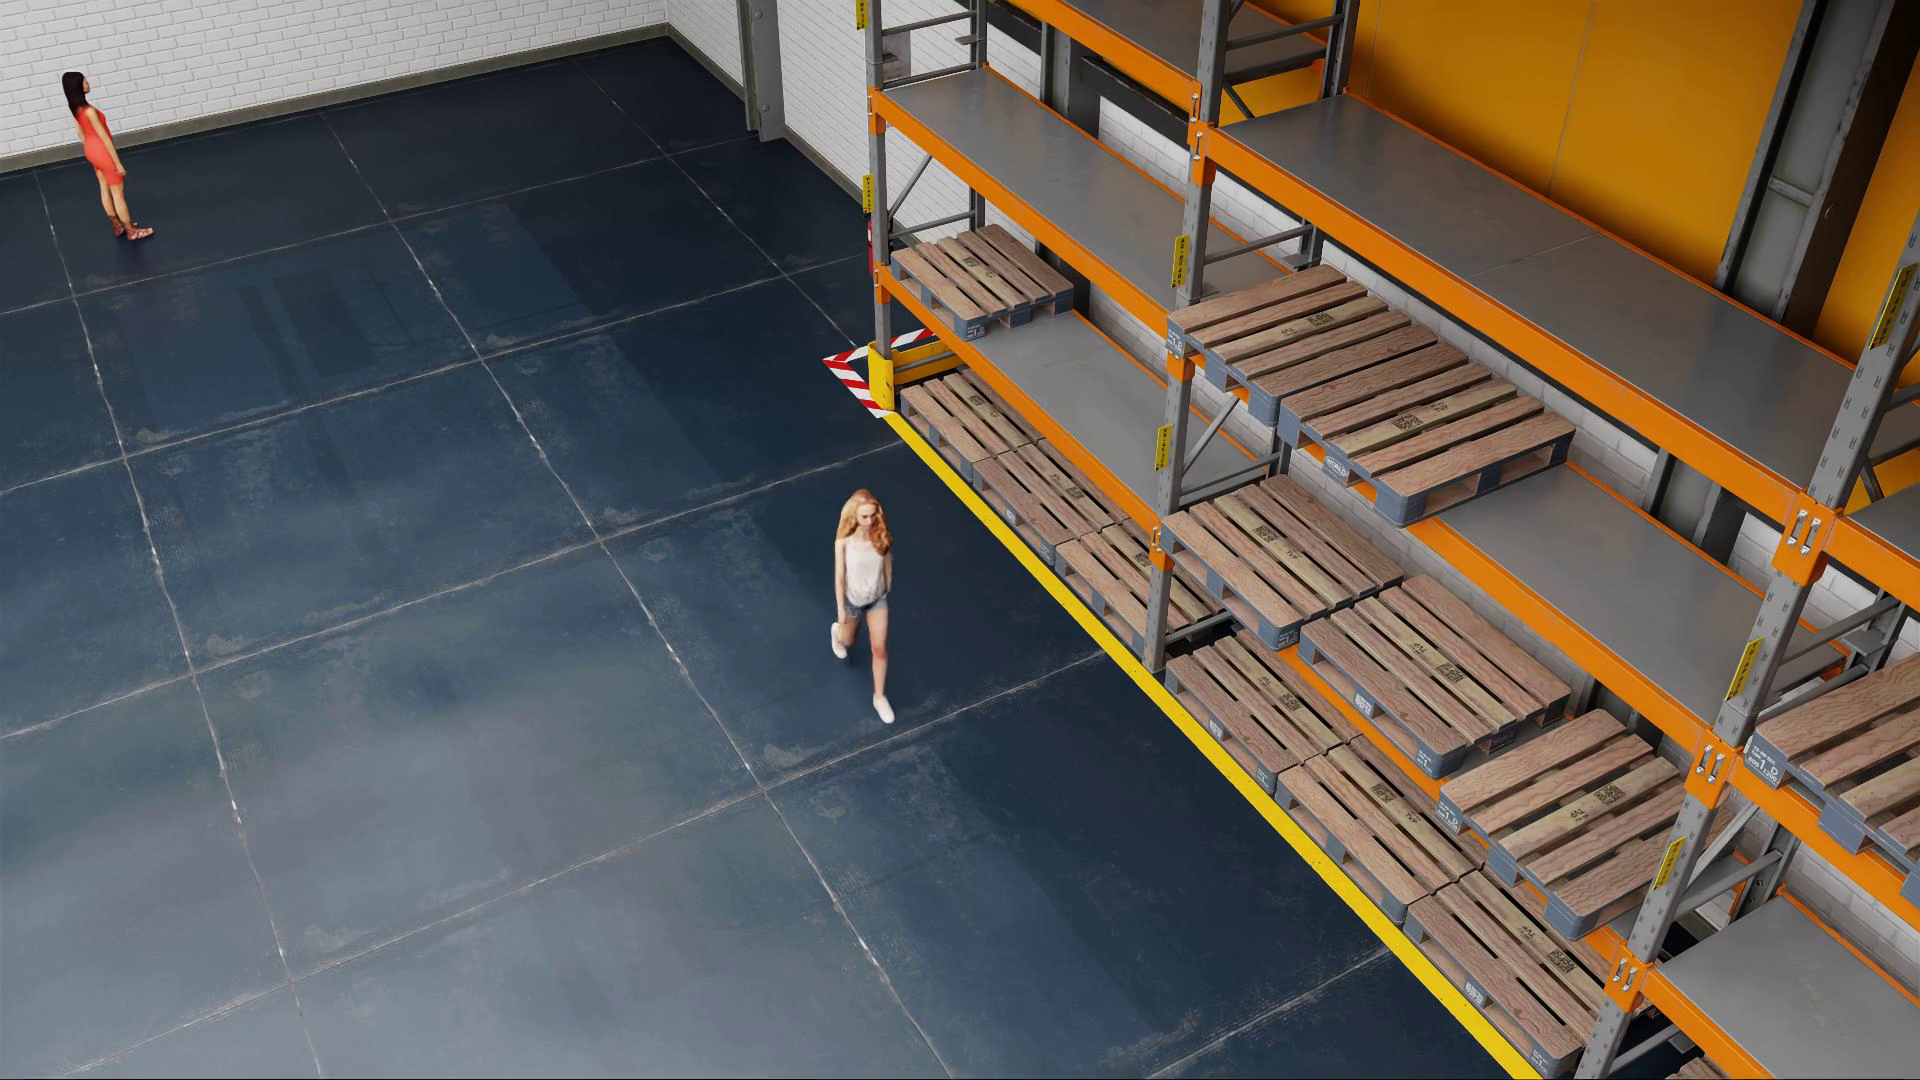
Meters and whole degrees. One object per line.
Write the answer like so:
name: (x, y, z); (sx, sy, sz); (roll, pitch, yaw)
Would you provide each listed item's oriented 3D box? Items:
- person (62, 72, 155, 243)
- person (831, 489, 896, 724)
person: (-8.308, -3.713, 16.101); (0.605, 1.719, 0.722); (23, 44, 26)
person: (-0.680, 0.355, 10.998); (0.688, 1.731, 1.114); (-13, 40, -16)
